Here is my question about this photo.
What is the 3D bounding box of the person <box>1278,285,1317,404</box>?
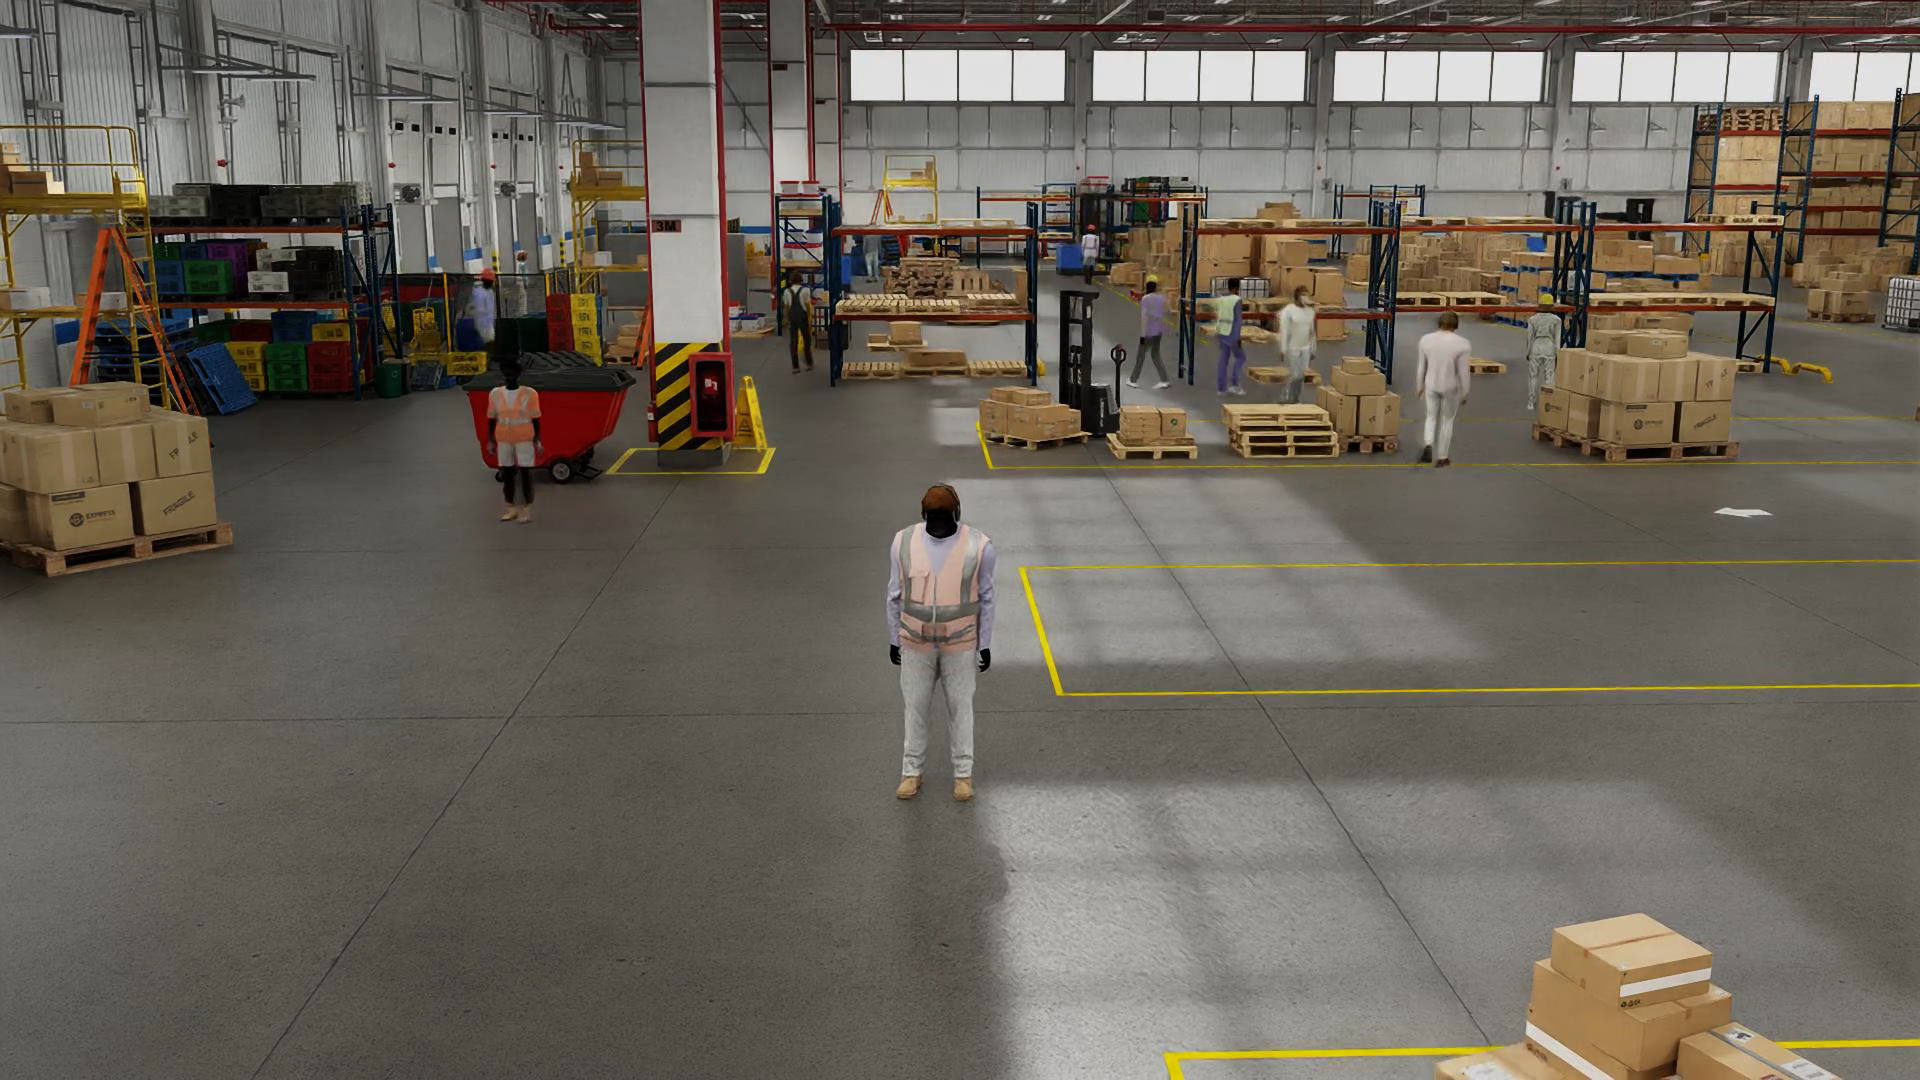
[{"bbox_3d":[4.970,-2.769,24.386,0.652,1.928,0.435,-8,15,-31],"label":"person"}]

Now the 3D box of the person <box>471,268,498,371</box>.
[{"bbox_3d":[-8.261,-3.784,29.016,0.470,1.917,0.543,2,13,8],"label":"person"}]

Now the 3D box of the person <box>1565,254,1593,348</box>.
[{"bbox_3d":[12.294,-4.728,33.146,0.600,1.967,0.368,-6,14,-26],"label":"person"}]

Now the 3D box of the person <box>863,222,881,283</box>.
[{"bbox_3d":[-2.845,-9.283,53.776,0.635,1.937,0.352,-6,14,-25],"label":"person"}]

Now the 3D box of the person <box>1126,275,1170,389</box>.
[{"bbox_3d":[3.160,-3.437,27.568,0.663,1.869,0.815,-12,17,-43],"label":"person"}]

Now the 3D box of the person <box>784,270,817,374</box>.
[{"bbox_3d":[-2.860,-3.920,29.830,0.525,1.817,0.802,3,13,12],"label":"person"}]

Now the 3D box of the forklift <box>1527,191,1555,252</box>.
[{"bbox_3d":[22.171,-11.756,62.798,1.873,2.768,1.129,4,13,19],"label":"forklift"}]

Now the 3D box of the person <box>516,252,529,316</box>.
[{"bbox_3d":[-10.719,-6.242,40.755,0.312,1.633,0.521,-6,14,-25],"label":"person"}]

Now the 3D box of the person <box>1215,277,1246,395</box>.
[{"bbox_3d":[4.384,-3.275,26.773,0.603,1.882,0.655,-7,14,-28],"label":"person"}]

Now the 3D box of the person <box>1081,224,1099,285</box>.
[{"bbox_3d":[4.134,-9.065,52.845,0.566,1.913,0.494,0,12,1],"label":"person"}]

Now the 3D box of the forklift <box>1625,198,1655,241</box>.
[{"bbox_3d":[18.779,-8.064,46.128,1.129,2.768,1.873,-10,16,-37],"label":"forklift"}]

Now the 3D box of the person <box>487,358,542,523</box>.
[{"bbox_3d":[-4.555,-1.015,17.007,0.542,1.696,0.315,0,12,2],"label":"person"}]

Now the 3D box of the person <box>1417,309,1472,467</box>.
[{"bbox_3d":[5.874,-1.835,20.184,0.647,1.920,0.450,8,15,32],"label":"person"}]

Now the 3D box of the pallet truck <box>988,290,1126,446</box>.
[{"bbox_3d":[1.257,-2.299,22.111,1.885,1.965,0.823,-9,15,-35],"label":"pallet truck"}]

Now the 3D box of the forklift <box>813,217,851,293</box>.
[{"bbox_3d":[-4.179,-8.622,48.651,1.873,2.768,1.129,-2,13,-7],"label":"forklift"}]

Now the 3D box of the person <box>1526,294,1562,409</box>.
[{"bbox_3d":[8.803,-2.838,25.123,0.487,1.744,0.312,5,14,23],"label":"person"}]

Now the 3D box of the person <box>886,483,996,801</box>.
[{"bbox_3d":[-0.115,0.582,9.475,0.622,1.838,0.429,1,13,7],"label":"person"}]

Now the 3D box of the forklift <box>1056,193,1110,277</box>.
[{"bbox_3d":[4.282,-10.412,56.729,1.873,2.768,1.129,-2,13,-8],"label":"forklift"}]
